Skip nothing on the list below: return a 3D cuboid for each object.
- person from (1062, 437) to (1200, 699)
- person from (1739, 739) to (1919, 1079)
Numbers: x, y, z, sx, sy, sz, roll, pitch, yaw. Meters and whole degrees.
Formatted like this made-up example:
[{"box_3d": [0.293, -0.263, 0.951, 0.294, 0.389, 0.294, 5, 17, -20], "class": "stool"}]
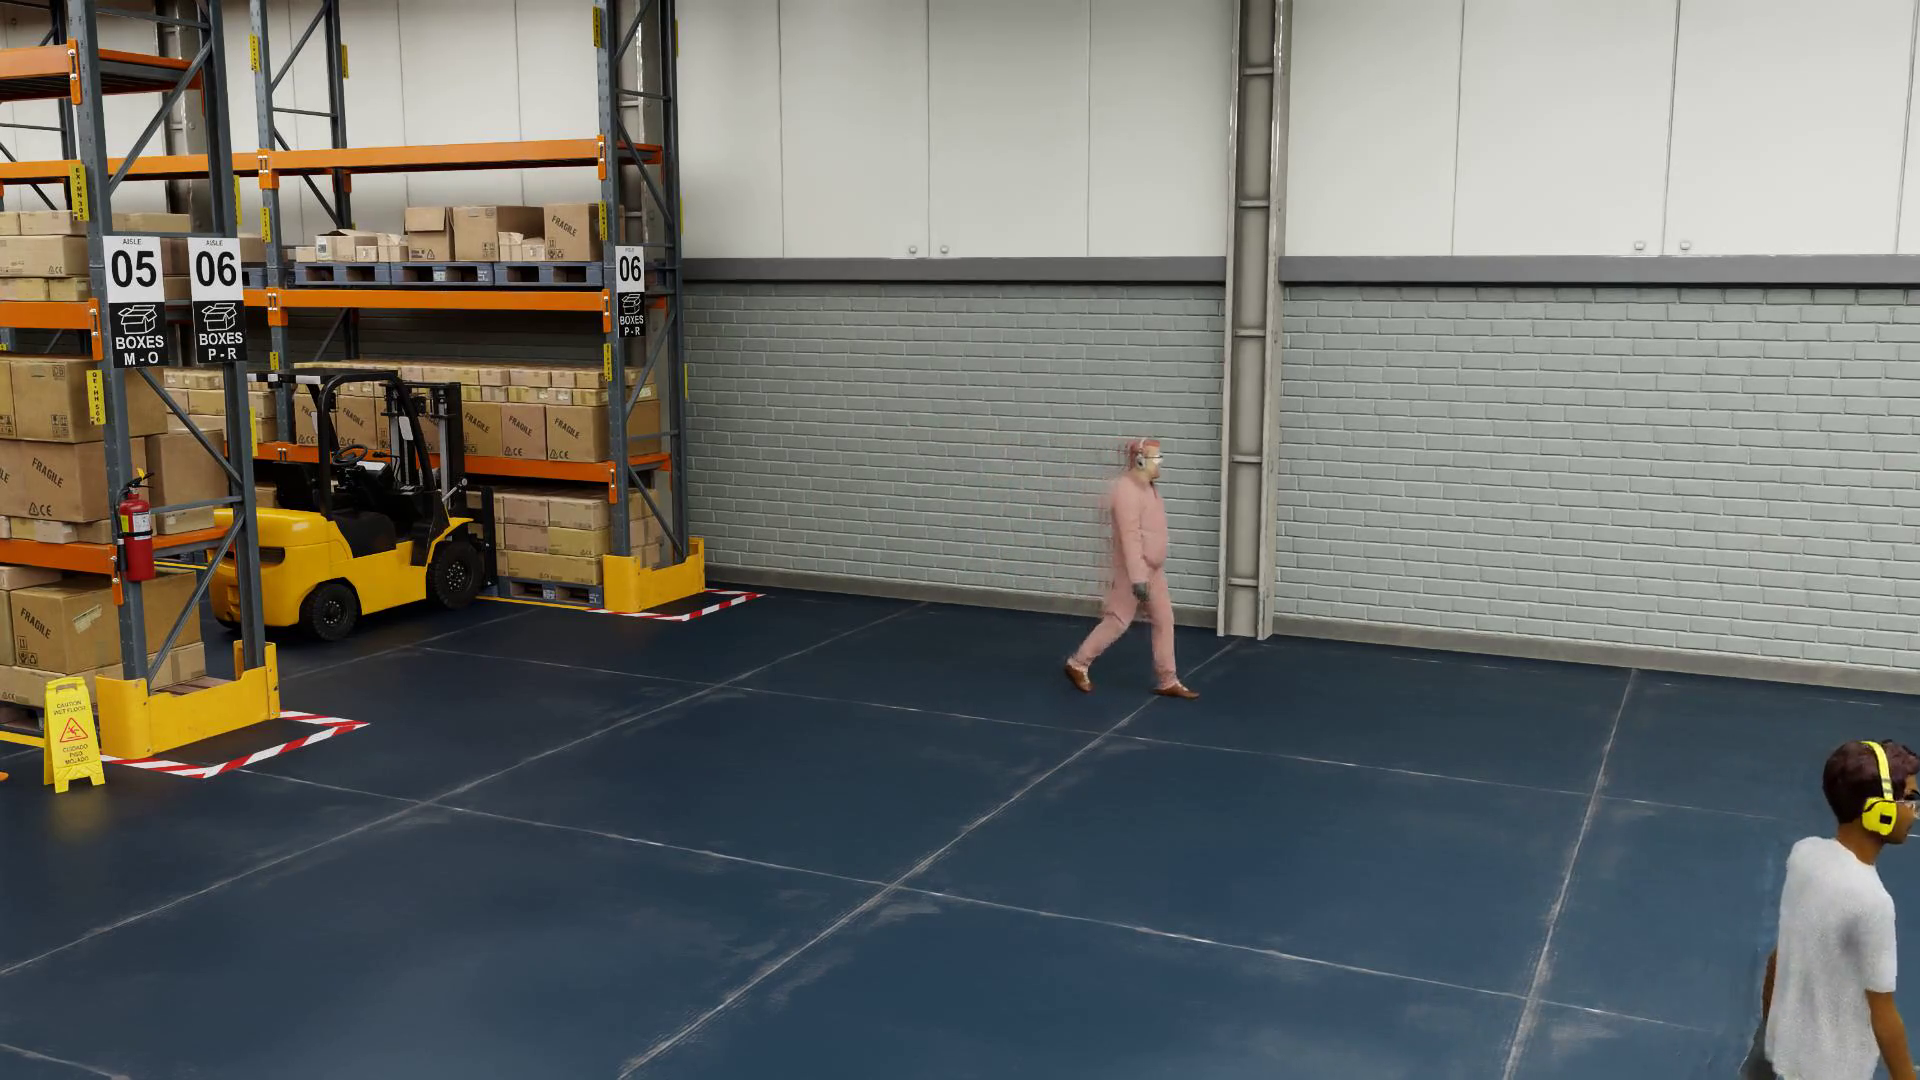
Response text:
[{"box_3d": [1.200, 0.196, 11.762, 0.917, 1.872, 0.642, 5, 10, 26], "class": "person"}, {"box_3d": [2.343, 1.419, 4.429, 0.994, 1.816, 0.514, 2, 10, 13], "class": "person"}]
